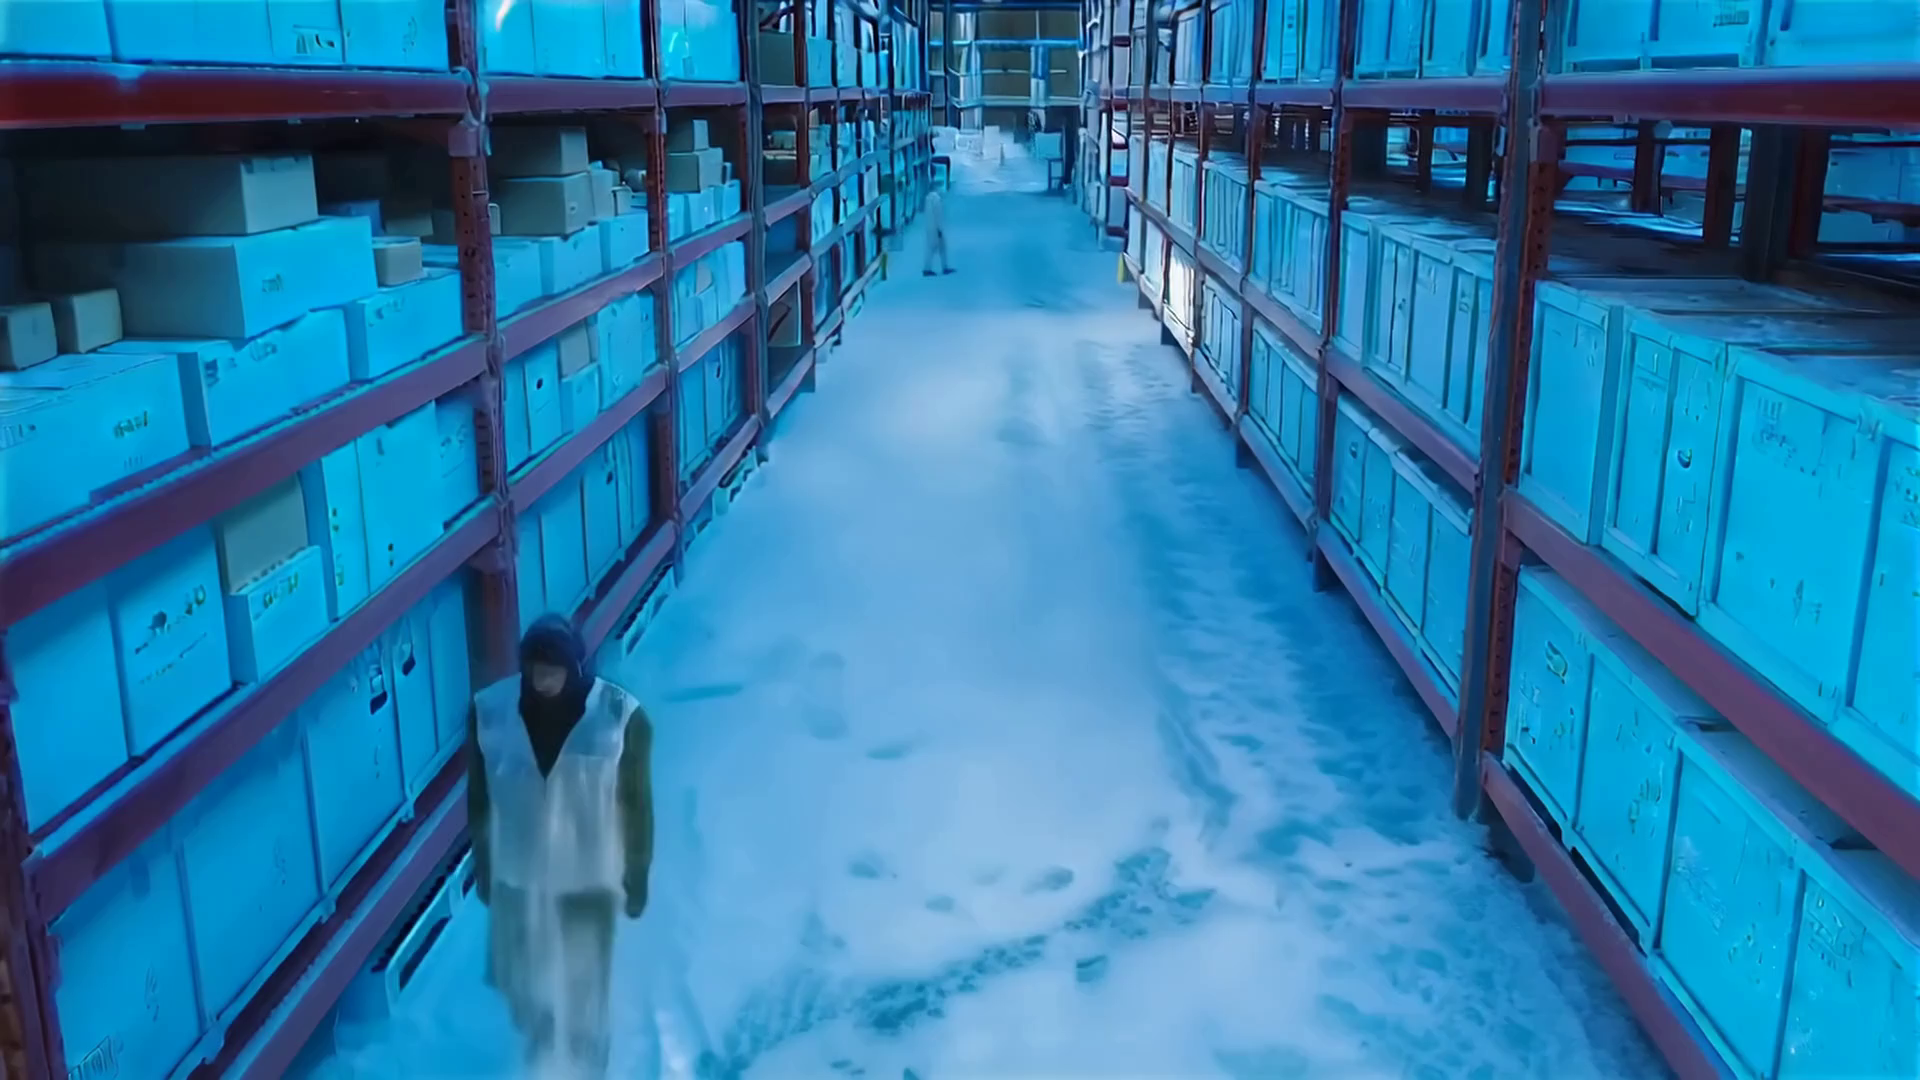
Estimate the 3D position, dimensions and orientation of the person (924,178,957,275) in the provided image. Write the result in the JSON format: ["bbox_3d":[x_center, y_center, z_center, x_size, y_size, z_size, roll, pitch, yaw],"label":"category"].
[{"bbox_3d":[-0.365,-6.088,32.348,0.781,1.875,0.675,1,15,3],"label":"person"}]

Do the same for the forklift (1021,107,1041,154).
[{"bbox_3d":[3.447,-19.670,80.976,1.129,2.768,1.873,-10,18,-32],"label":"forklift"}]

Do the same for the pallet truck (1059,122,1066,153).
[{"bbox_3d":[5.788,-21.111,88.014,1.885,1.965,0.823,5,16,18],"label":"pallet truck"}]

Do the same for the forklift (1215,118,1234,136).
[{"bbox_3d":[6.960,-9.658,43.725,1.873,2.768,1.129,8,17,27],"label":"forklift"}]

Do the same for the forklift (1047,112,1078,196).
[{"bbox_3d":[3.892,-13.160,56.755,1.873,2.768,1.129,0,15,0],"label":"forklift"}]

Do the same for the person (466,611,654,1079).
[{"bbox_3d":[-1.344,1.112,5.632,0.635,1.831,0.446,0,15,-2],"label":"person"}]
